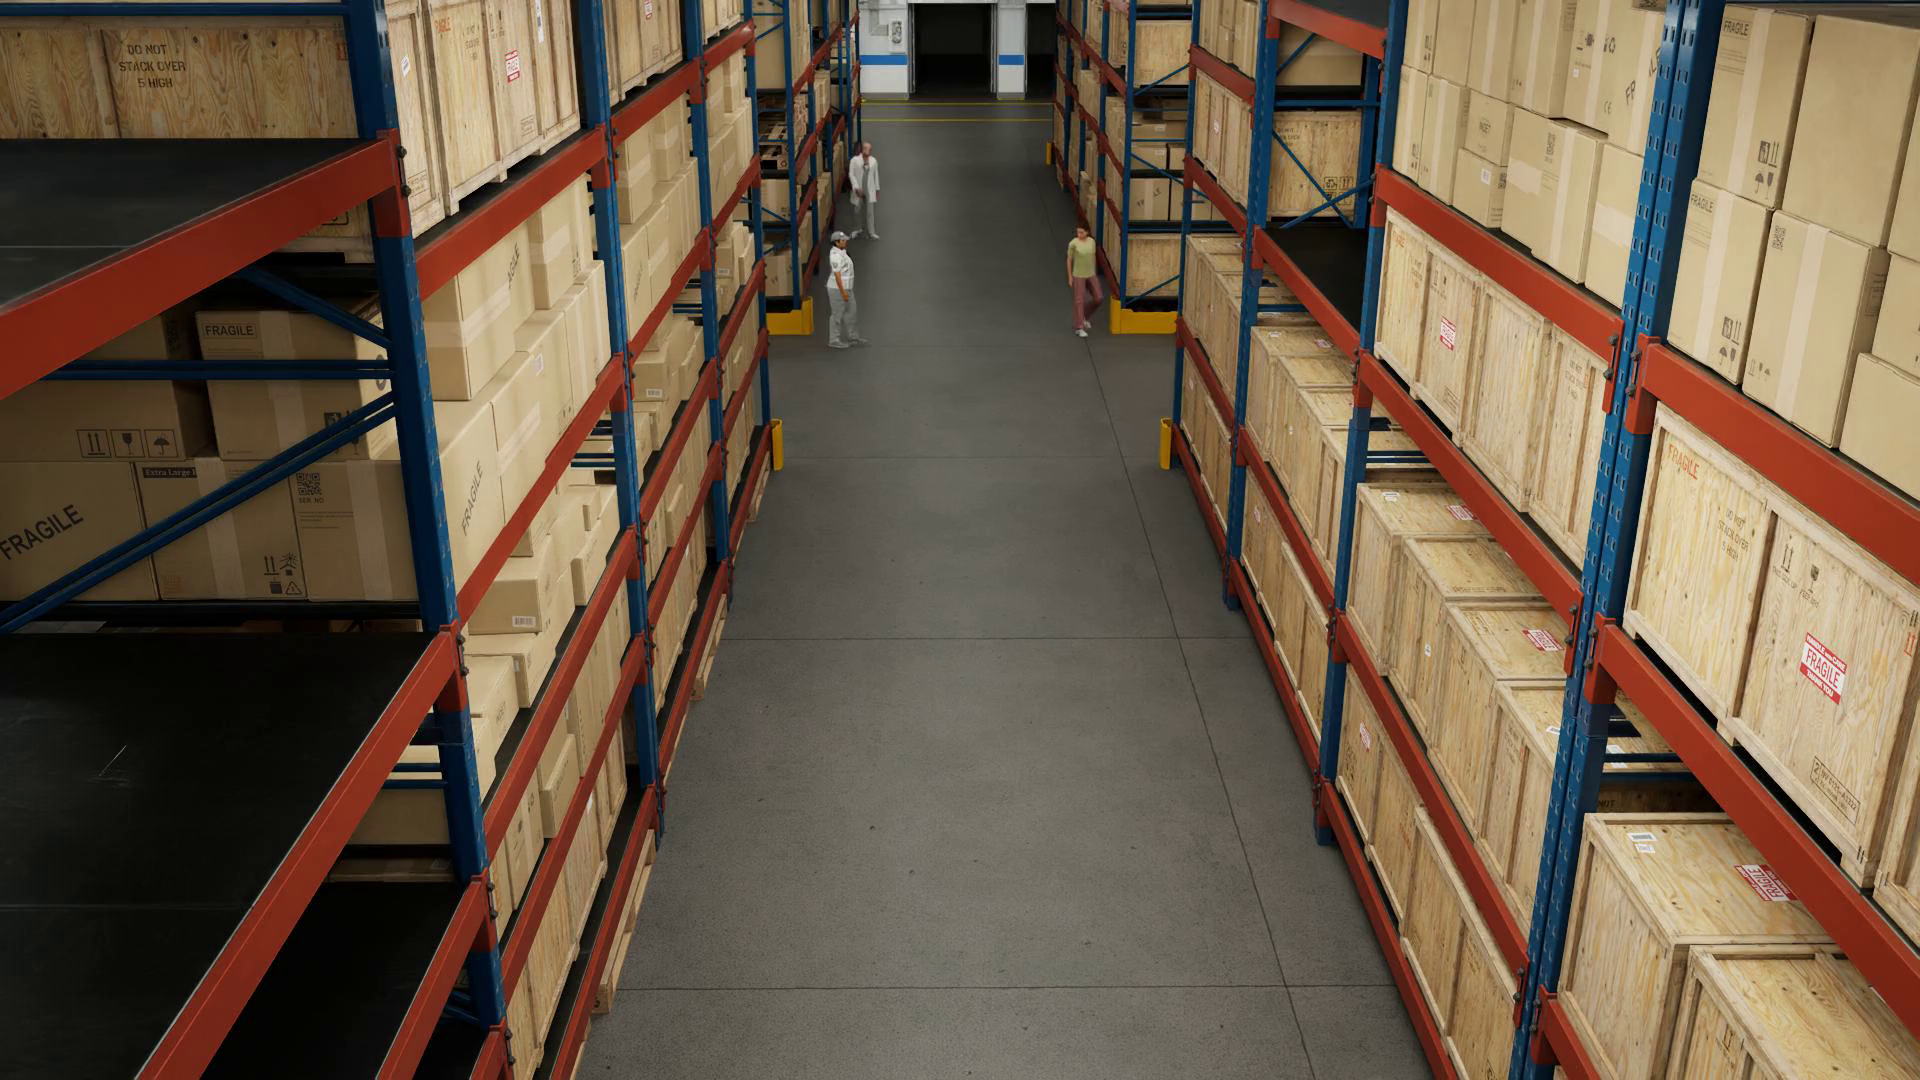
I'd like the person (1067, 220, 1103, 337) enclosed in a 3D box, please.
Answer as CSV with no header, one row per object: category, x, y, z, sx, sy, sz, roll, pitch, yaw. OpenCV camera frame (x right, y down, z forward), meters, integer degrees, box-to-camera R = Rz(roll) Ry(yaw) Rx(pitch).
person,1.807,-3.835,24.316,0.474,1.681,0.463,-8,23,-19

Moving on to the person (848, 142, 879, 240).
person,-1.780,-6.491,30.949,0.614,1.787,0.762,-6,22,-15

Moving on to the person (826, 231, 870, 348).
person,-1.610,-3.560,23.667,0.565,1.665,0.495,2,22,6
